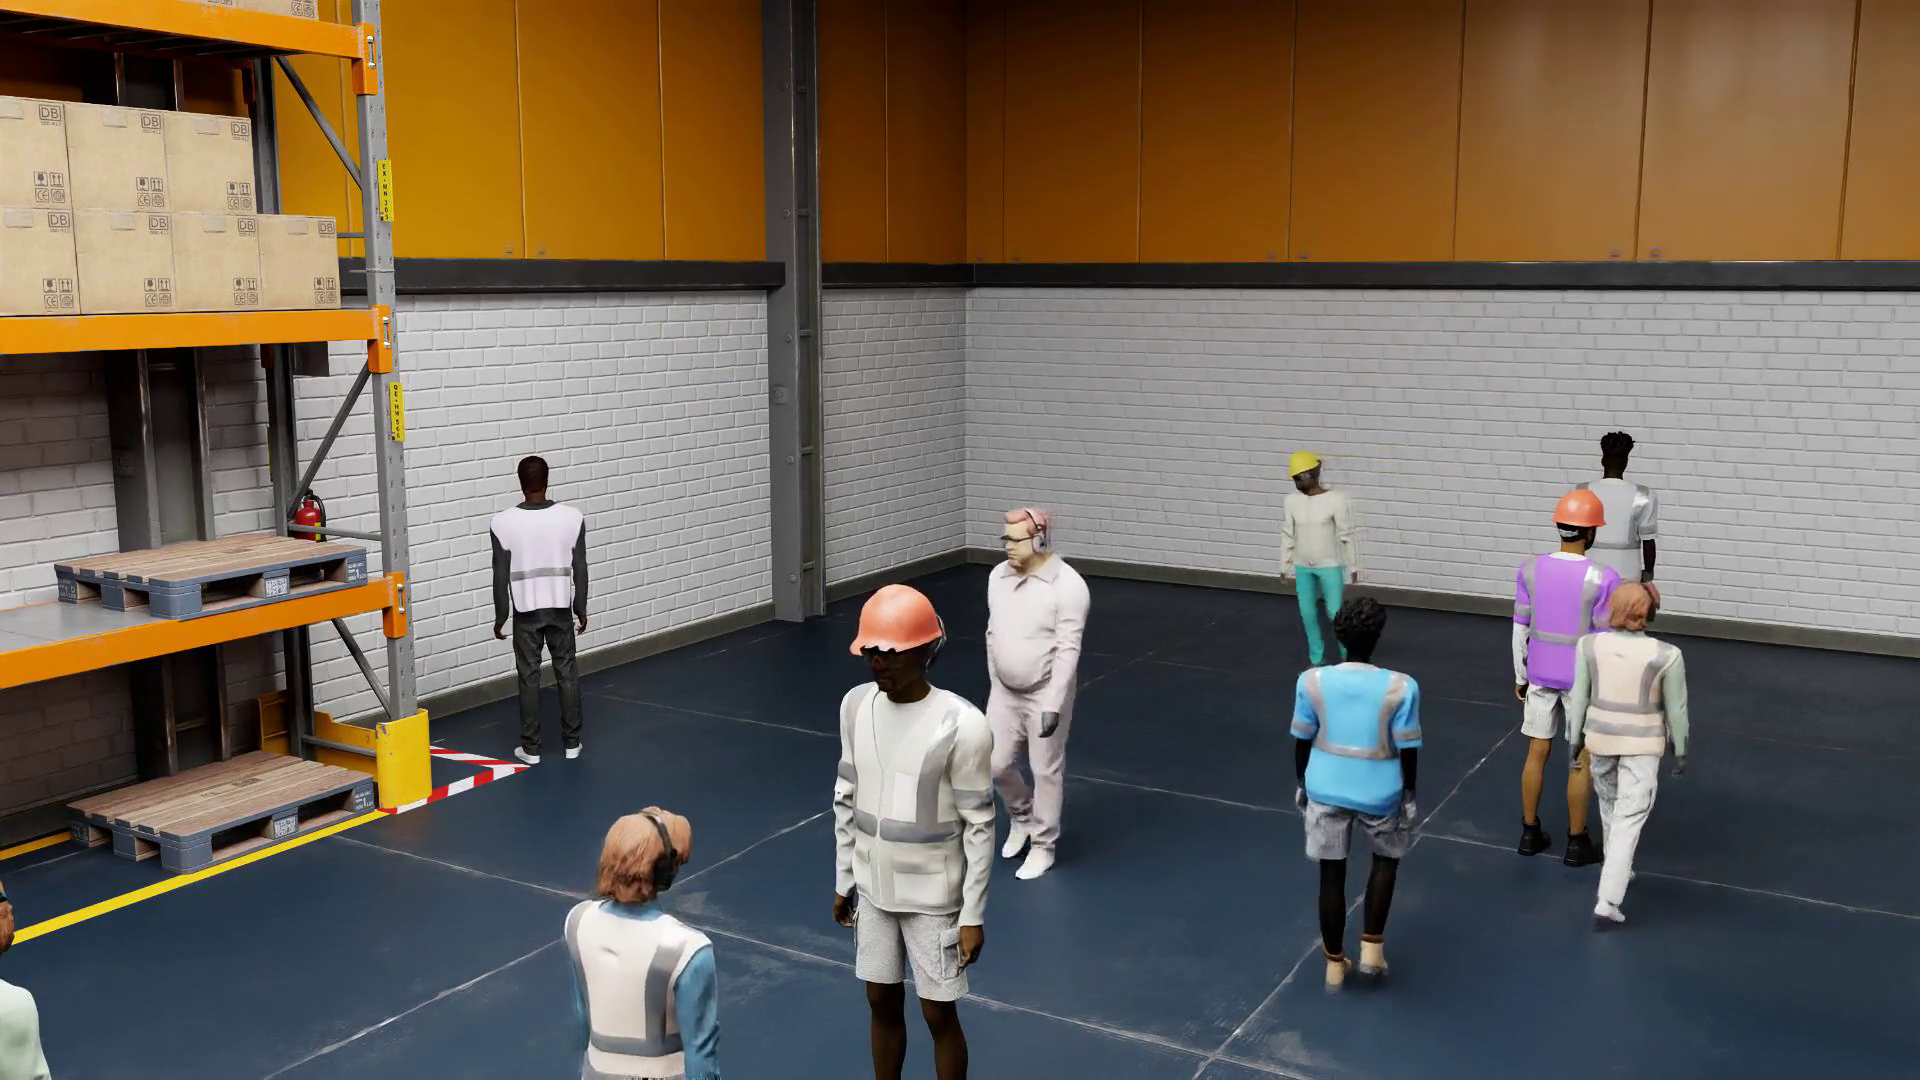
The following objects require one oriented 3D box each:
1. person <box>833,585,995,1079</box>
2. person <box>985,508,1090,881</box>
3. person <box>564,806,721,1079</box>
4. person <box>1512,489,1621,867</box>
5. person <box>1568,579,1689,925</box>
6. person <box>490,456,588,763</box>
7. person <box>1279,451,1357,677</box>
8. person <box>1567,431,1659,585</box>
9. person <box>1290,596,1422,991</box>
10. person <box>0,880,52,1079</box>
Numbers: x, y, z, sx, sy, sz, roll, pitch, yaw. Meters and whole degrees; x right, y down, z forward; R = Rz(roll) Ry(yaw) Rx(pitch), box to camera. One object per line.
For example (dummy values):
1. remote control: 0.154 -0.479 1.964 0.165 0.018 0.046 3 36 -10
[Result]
1. person: -0.188 1.148 5.454 0.616 2.039 0.386 7 11 36
2. person: 0.338 0.772 8.303 0.640 1.887 0.440 7 12 38
3. person: -0.828 1.513 4.451 0.529 1.637 0.357 5 10 30
4. person: 3.128 0.702 8.559 0.553 1.935 0.361 9 13 43
5. person: 3.158 0.980 7.887 0.530 1.599 0.833 8 12 43
6. person: -2.594 0.434 10.311 0.587 1.914 0.392 -4 10 -24
7. person: 2.654 0.198 12.365 0.574 1.724 0.447 7 12 38
8. person: 4.438 0.232 11.400 0.617 1.964 0.361 3 10 20
9. person: 1.679 1.064 7.057 0.552 1.682 0.435 4 10 22
10. person: -2.406 1.570 4.089 0.498 1.634 0.280 3 9 15
